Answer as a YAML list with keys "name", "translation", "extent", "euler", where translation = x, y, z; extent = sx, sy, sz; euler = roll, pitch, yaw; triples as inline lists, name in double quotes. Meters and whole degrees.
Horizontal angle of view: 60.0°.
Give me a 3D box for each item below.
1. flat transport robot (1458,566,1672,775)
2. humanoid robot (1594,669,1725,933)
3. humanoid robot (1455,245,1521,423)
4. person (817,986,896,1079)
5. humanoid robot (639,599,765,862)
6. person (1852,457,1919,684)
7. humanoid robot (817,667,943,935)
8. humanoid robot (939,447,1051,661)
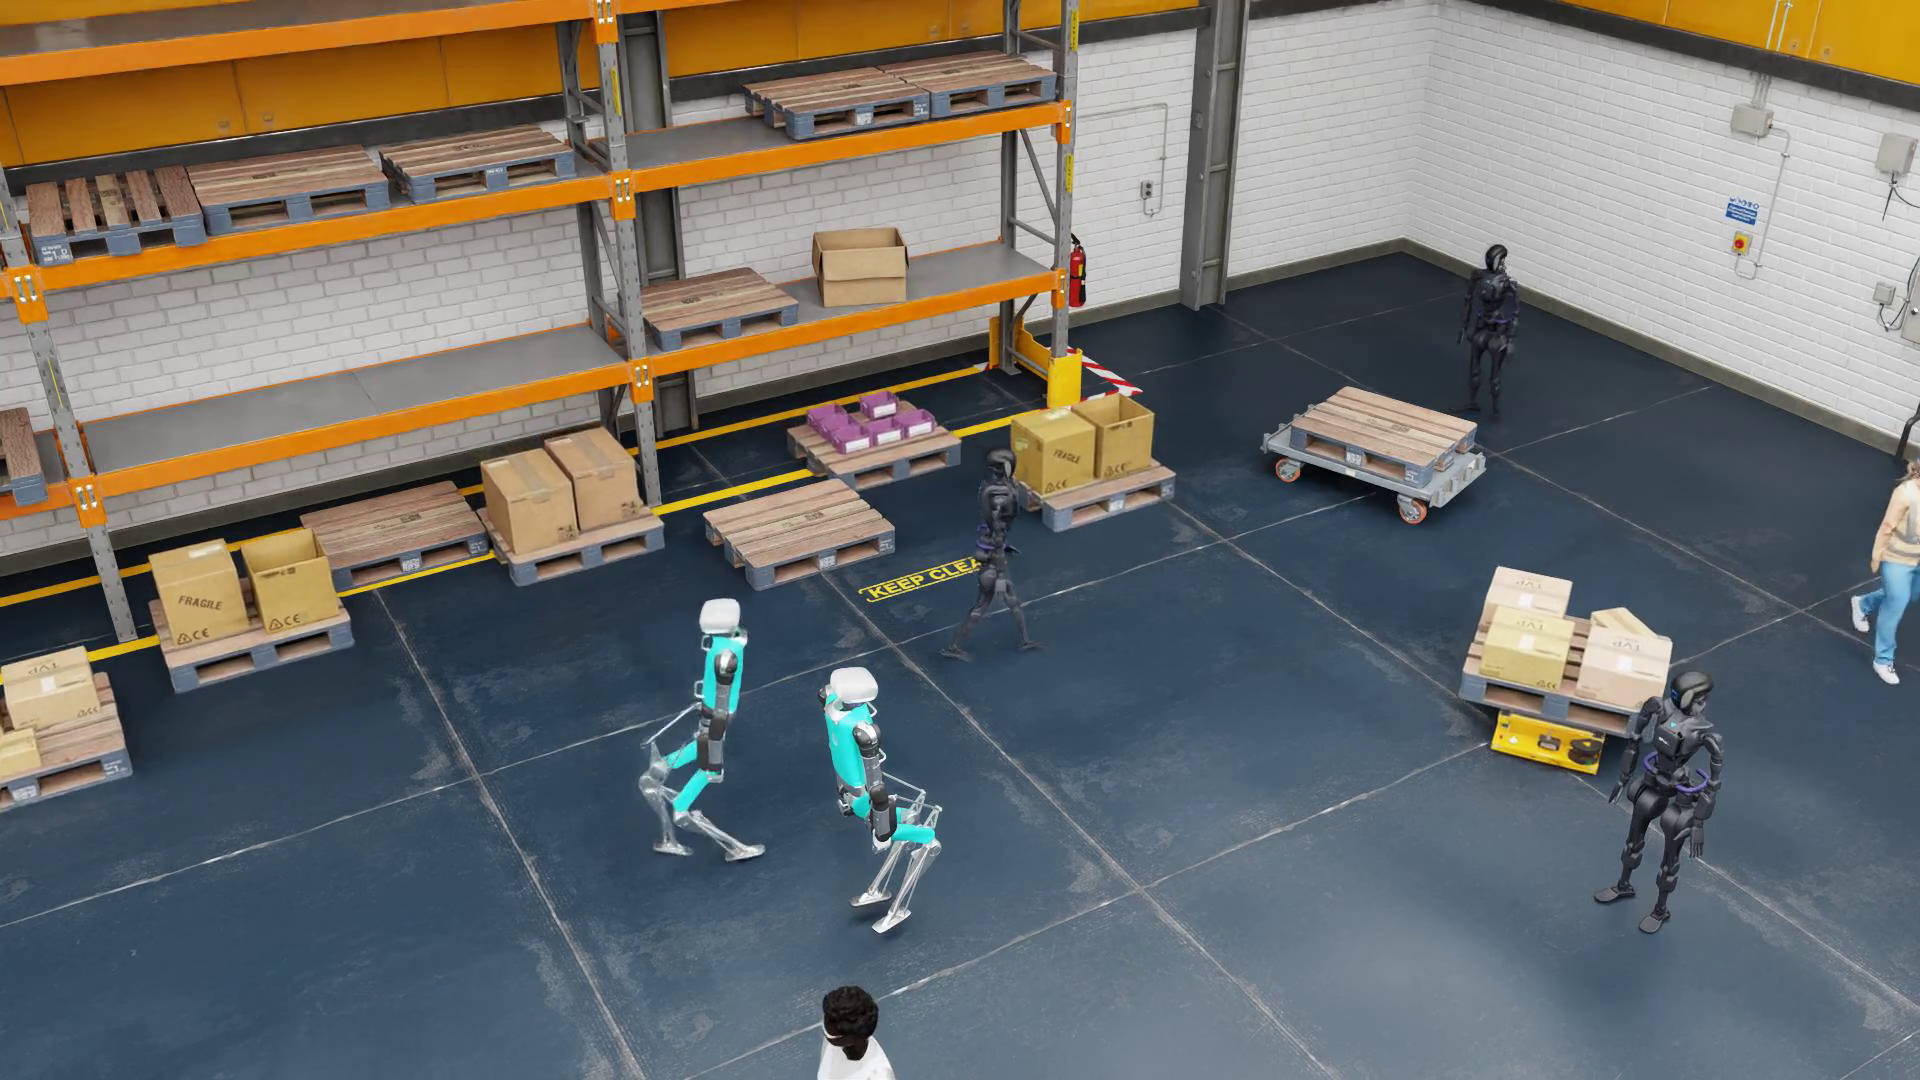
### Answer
- name: "flat transport robot"
  translation: [4.017, 1.039, 11.134]
  extent: [0.659, 0.231, 1.431]
  euler: [13, 32, 21]
- name: "humanoid robot"
  translation: [3.842, 1.404, 9.045]
  extent: [0.315, 1.655, 0.599]
  euler: [-16, 33, -26]
- name: "humanoid robot"
  translation: [4.732, -1.860, 14.840]
  extent: [0.391, 1.645, 0.612]
  euler: [-22, 36, -33]
- name: "person"
  translation: [-0.430, 2.537, 7.027]
  extent: [0.316, 1.698, 0.540]
  euler: [-16, 33, -26]
- name: "humanoid robot"
  translation: [-1.569, 1.133, 9.447]
  extent: [0.944, 1.730, 0.530]
  euler: [-3, 30, -5]
- name: "person"
  translation: [6.465, 0.069, 11.387]
  extent: [0.489, 1.703, 0.742]
  euler: [-3, 30, -6]
- name: "humanoid robot"
  translation: [-0.359, 1.352, 8.953]
  extent: [0.735, 1.677, 0.533]
  euler: [-16, 33, -26]
- name: "humanoid robot"
  translation: [0.250, 0.111, 11.394]
  extent: [0.793, 1.626, 0.599]
  euler: [1, 29, 2]
